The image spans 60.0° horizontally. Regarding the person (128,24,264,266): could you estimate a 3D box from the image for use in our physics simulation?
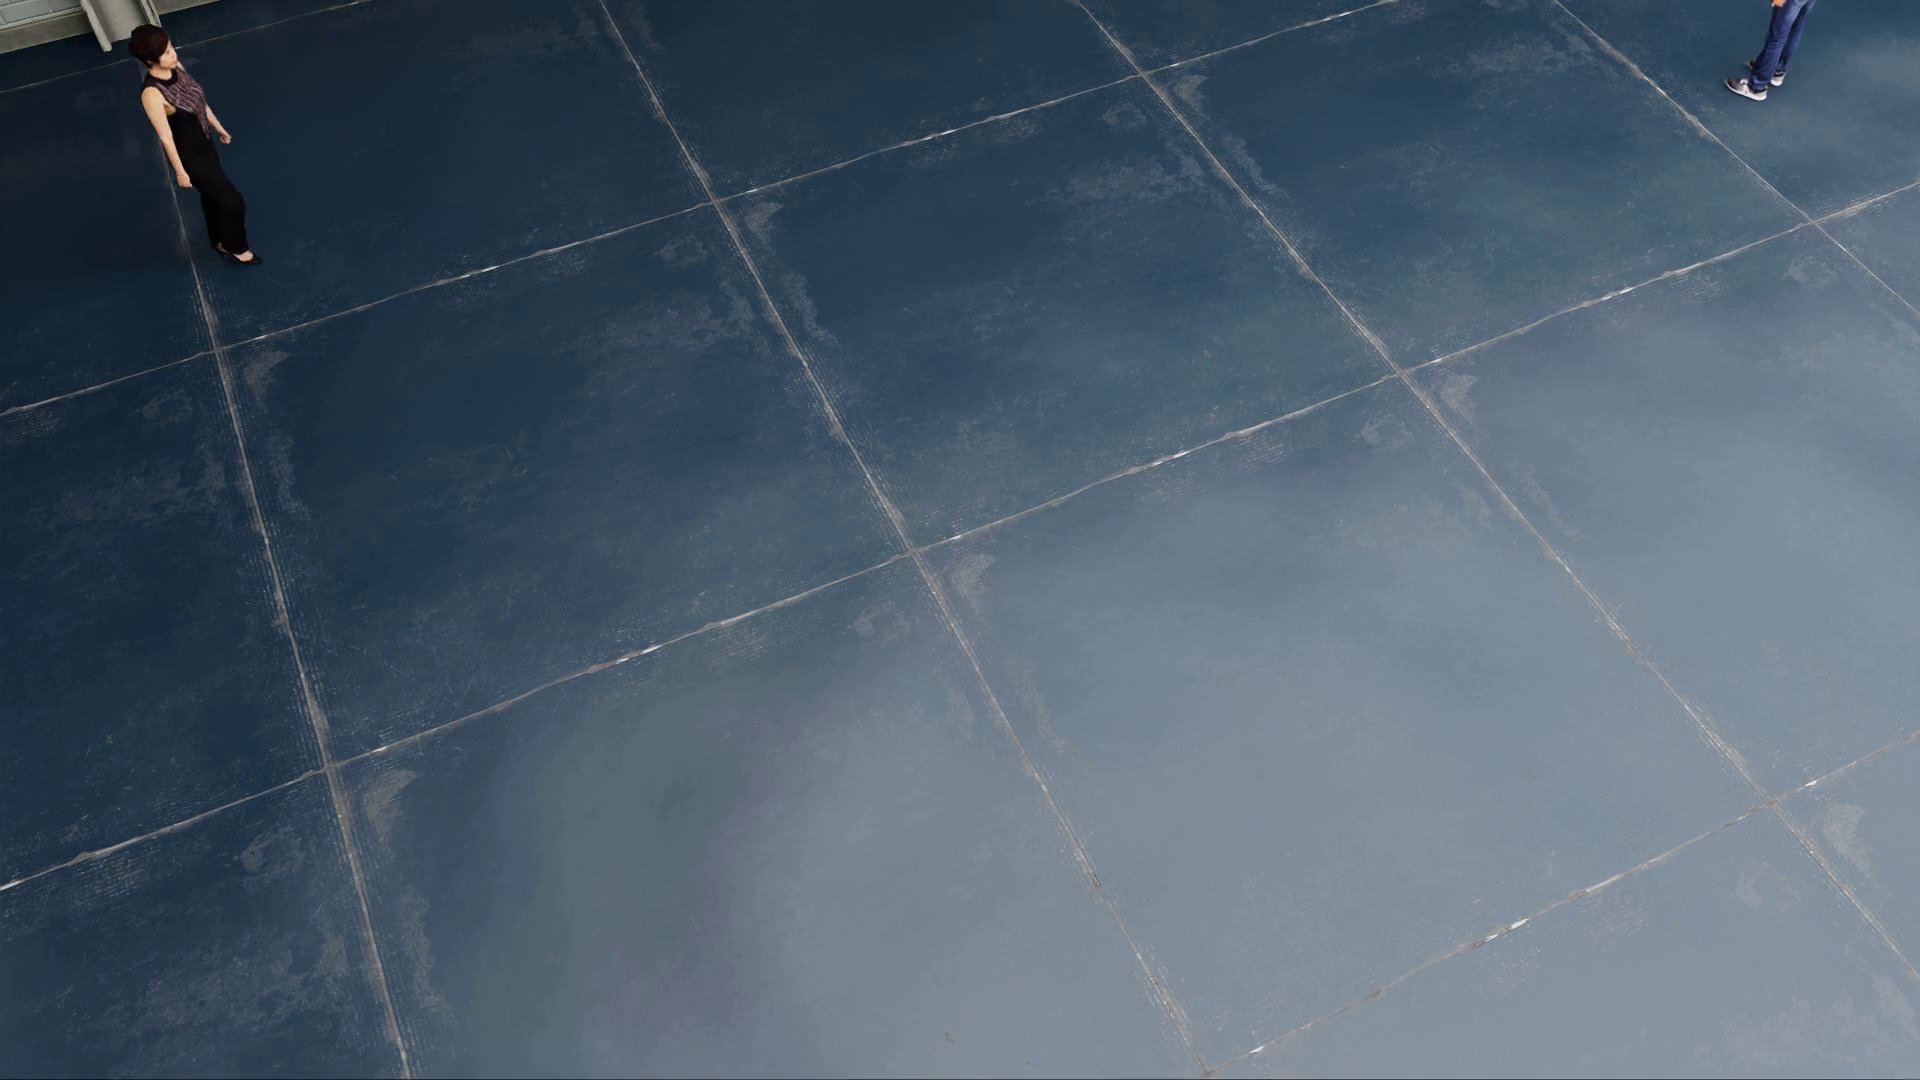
[{"bbox_3d":[-4.352,-2.165,9.290,0.693,1.587,0.683,-2,52,-1],"label":"person"}]

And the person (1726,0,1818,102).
[{"bbox_3d":[5.233,-3.450,10.304,0.531,1.557,0.650,-33,59,-23],"label":"person"}]
